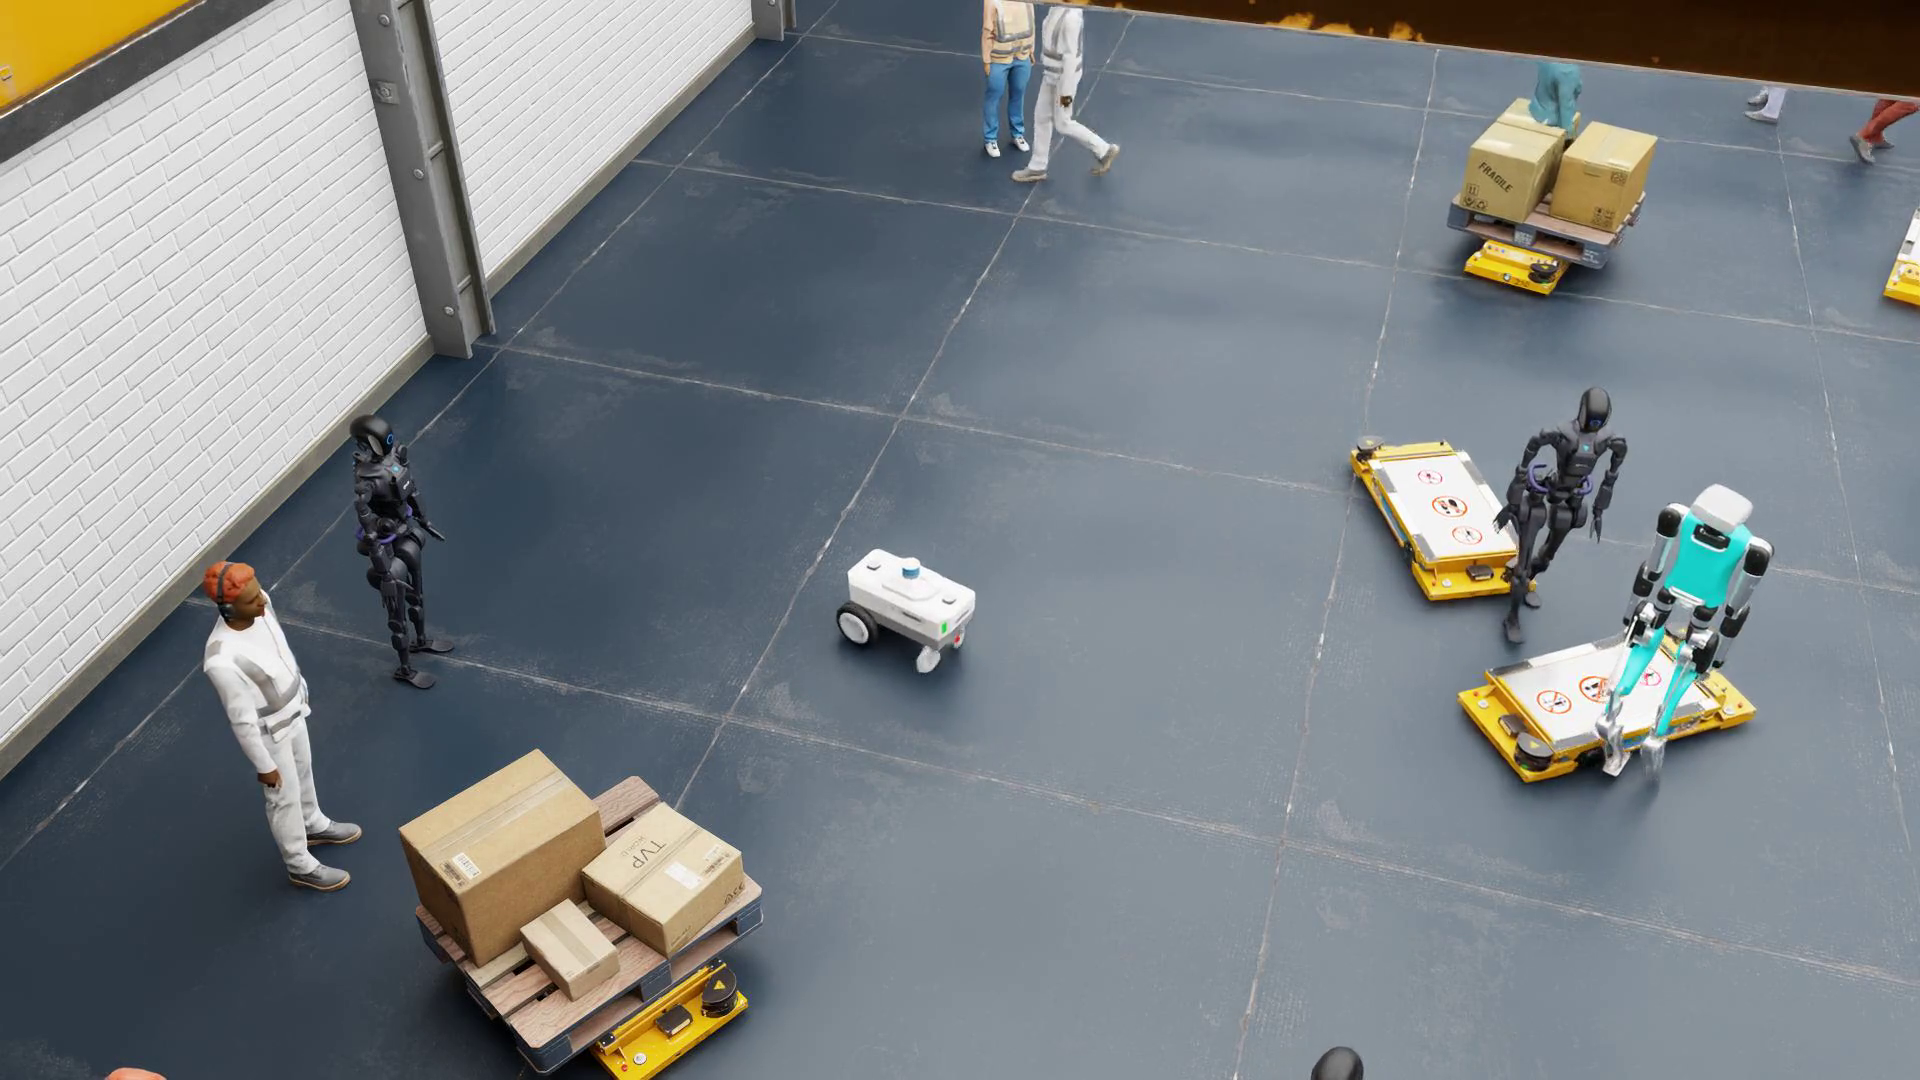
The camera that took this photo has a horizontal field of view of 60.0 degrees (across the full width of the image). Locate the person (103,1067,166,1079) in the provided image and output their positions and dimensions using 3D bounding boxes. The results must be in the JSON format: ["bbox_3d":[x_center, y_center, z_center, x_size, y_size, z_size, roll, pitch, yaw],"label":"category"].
[{"bbox_3d":[-2.573,2.424,5.659,0.551,1.935,0.365,-15,41,-18],"label":"person"}]

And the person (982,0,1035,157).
[{"bbox_3d":[0.394,-4.052,13.887,0.481,1.719,0.376,-18,42,-21],"label":"person"}]

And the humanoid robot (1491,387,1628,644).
[{"bbox_3d":[3.263,-0.187,9.136,0.594,1.621,0.644,1,39,1],"label":"humanoid robot"}]

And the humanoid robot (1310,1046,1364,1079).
[{"bbox_3d":[1.288,2.353,5.966,0.586,1.647,0.469,18,42,21],"label":"humanoid robot"}]

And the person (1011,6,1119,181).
[{"bbox_3d":[0.871,-3.755,13.410,0.810,1.857,0.582,-6,39,-7],"label":"person"}]

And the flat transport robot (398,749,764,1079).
[{"bbox_3d":[-1.679,1.866,7.684,0.659,0.231,1.431,-31,48,-32],"label":"flat transport robot"}]

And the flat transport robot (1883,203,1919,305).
[{"bbox_3d":[7.530,-2.148,12.676,0.659,0.231,1.431,22,44,25],"label":"flat transport robot"}]

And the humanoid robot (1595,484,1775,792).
[{"bbox_3d":[3.414,0.596,8.127,0.539,1.853,0.669,29,47,31],"label":"humanoid robot"}]

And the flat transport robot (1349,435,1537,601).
[{"bbox_3d":[2.949,-0.170,10.215,0.659,0.231,1.431,-5,39,-7],"label":"flat transport robot"}]

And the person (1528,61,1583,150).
[{"bbox_3d":[4.560,-3.195,12.797,0.478,1.740,0.566,0,39,0],"label":"person"}]

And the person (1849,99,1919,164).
[{"bbox_3d":[7.838,-4.014,13.727,0.411,1.865,0.636,18,42,21],"label":"person"}]

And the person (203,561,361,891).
[{"bbox_3d":[-3.153,0.846,7.664,0.337,1.882,0.583,-2,39,-3],"label":"person"}]

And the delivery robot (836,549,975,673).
[{"bbox_3d":[-0.304,0.357,9.345,0.782,0.611,0.511,23,44,26],"label":"delivery robot"}]

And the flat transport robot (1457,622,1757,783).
[{"bbox_3d":[3.477,0.859,8.935,1.431,0.231,0.659,-12,40,-15],"label":"flat transport robot"}]

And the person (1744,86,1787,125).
[{"bbox_3d":[7.289,-4.558,14.435,0.451,1.821,0.628,17,42,20],"label":"person"}]

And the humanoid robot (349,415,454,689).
[{"bbox_3d":[-2.980,0.031,8.831,0.315,1.657,0.599,6,39,8],"label":"humanoid robot"}]

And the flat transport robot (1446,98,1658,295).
[{"bbox_3d":[4.507,-2.366,12.948,0.659,0.231,1.431,23,44,26],"label":"flat transport robot"}]
